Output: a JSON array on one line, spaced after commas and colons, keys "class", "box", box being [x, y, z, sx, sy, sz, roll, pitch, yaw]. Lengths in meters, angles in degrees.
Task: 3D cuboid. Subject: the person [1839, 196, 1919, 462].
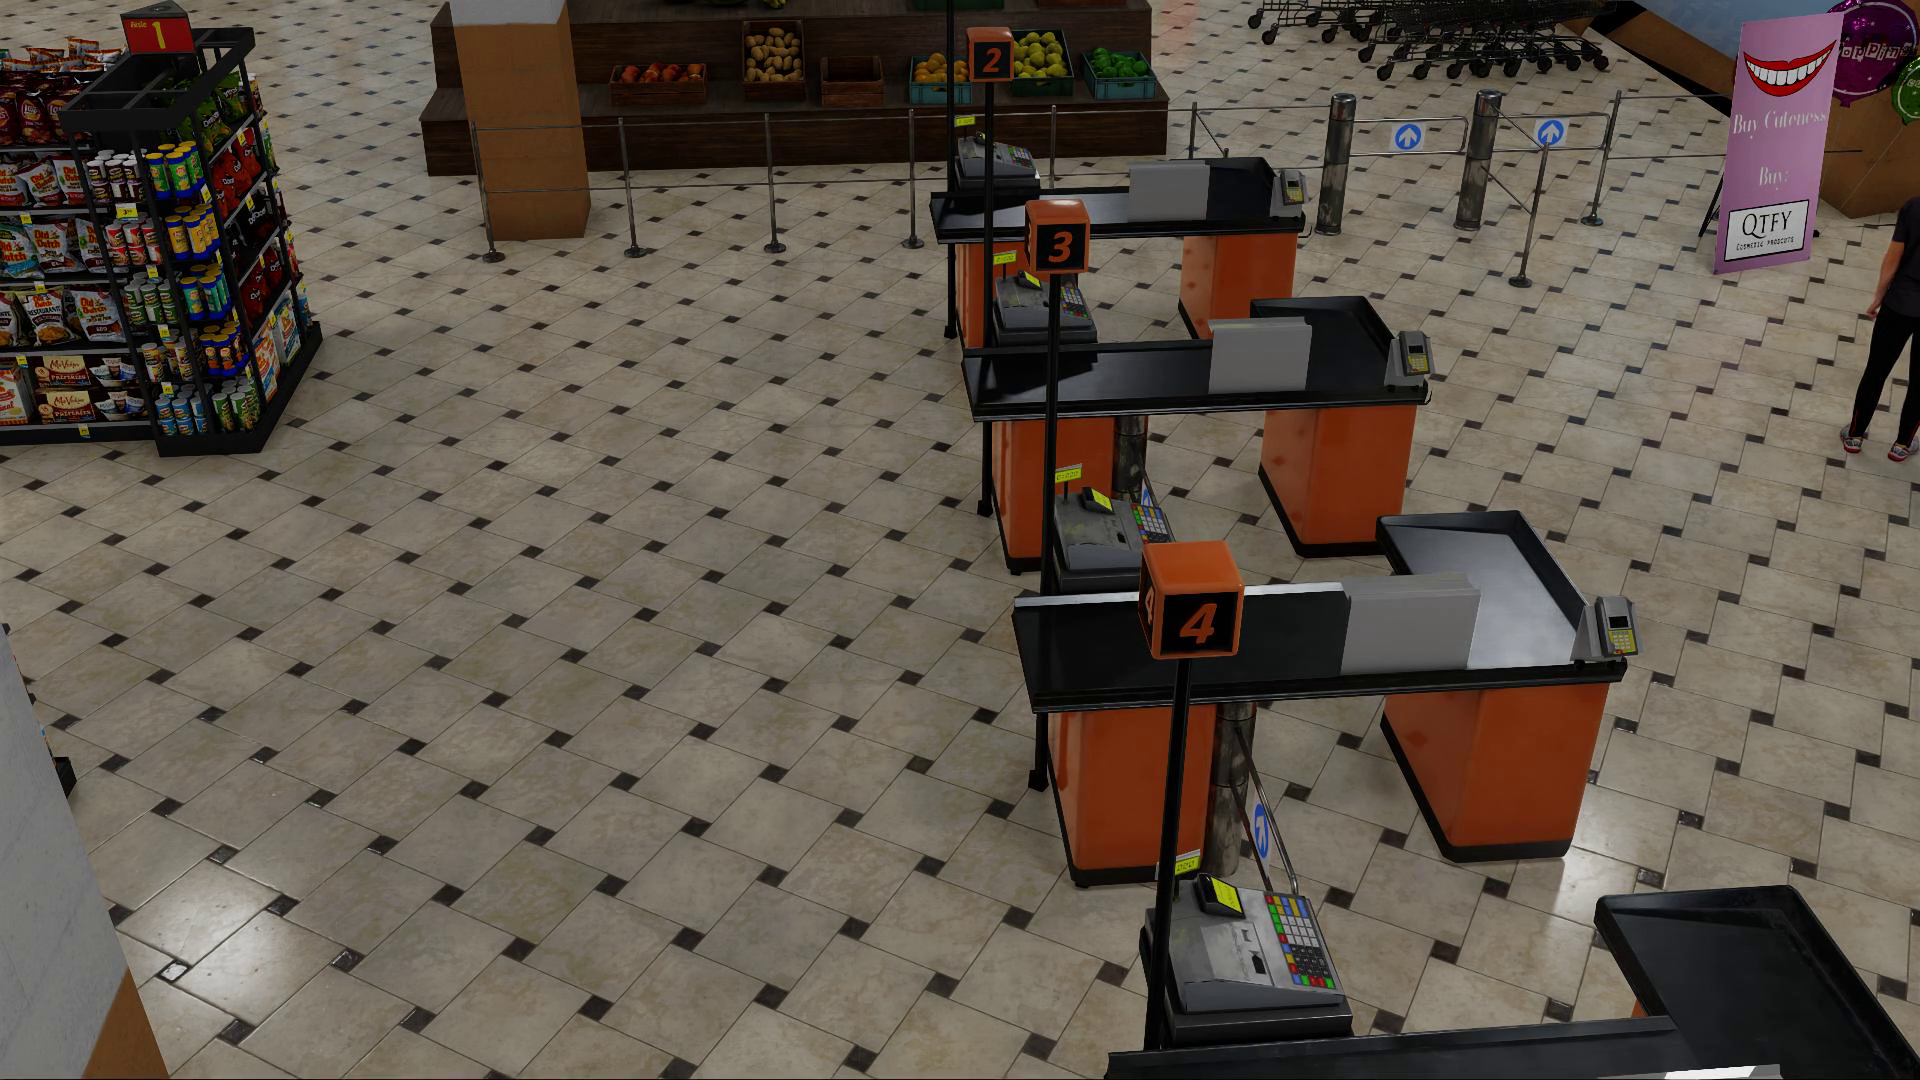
[{"class": "person", "box": [5.205, -1.267, 9.027, 0.693, 1.764, 0.785, 18, 36, 27]}]
